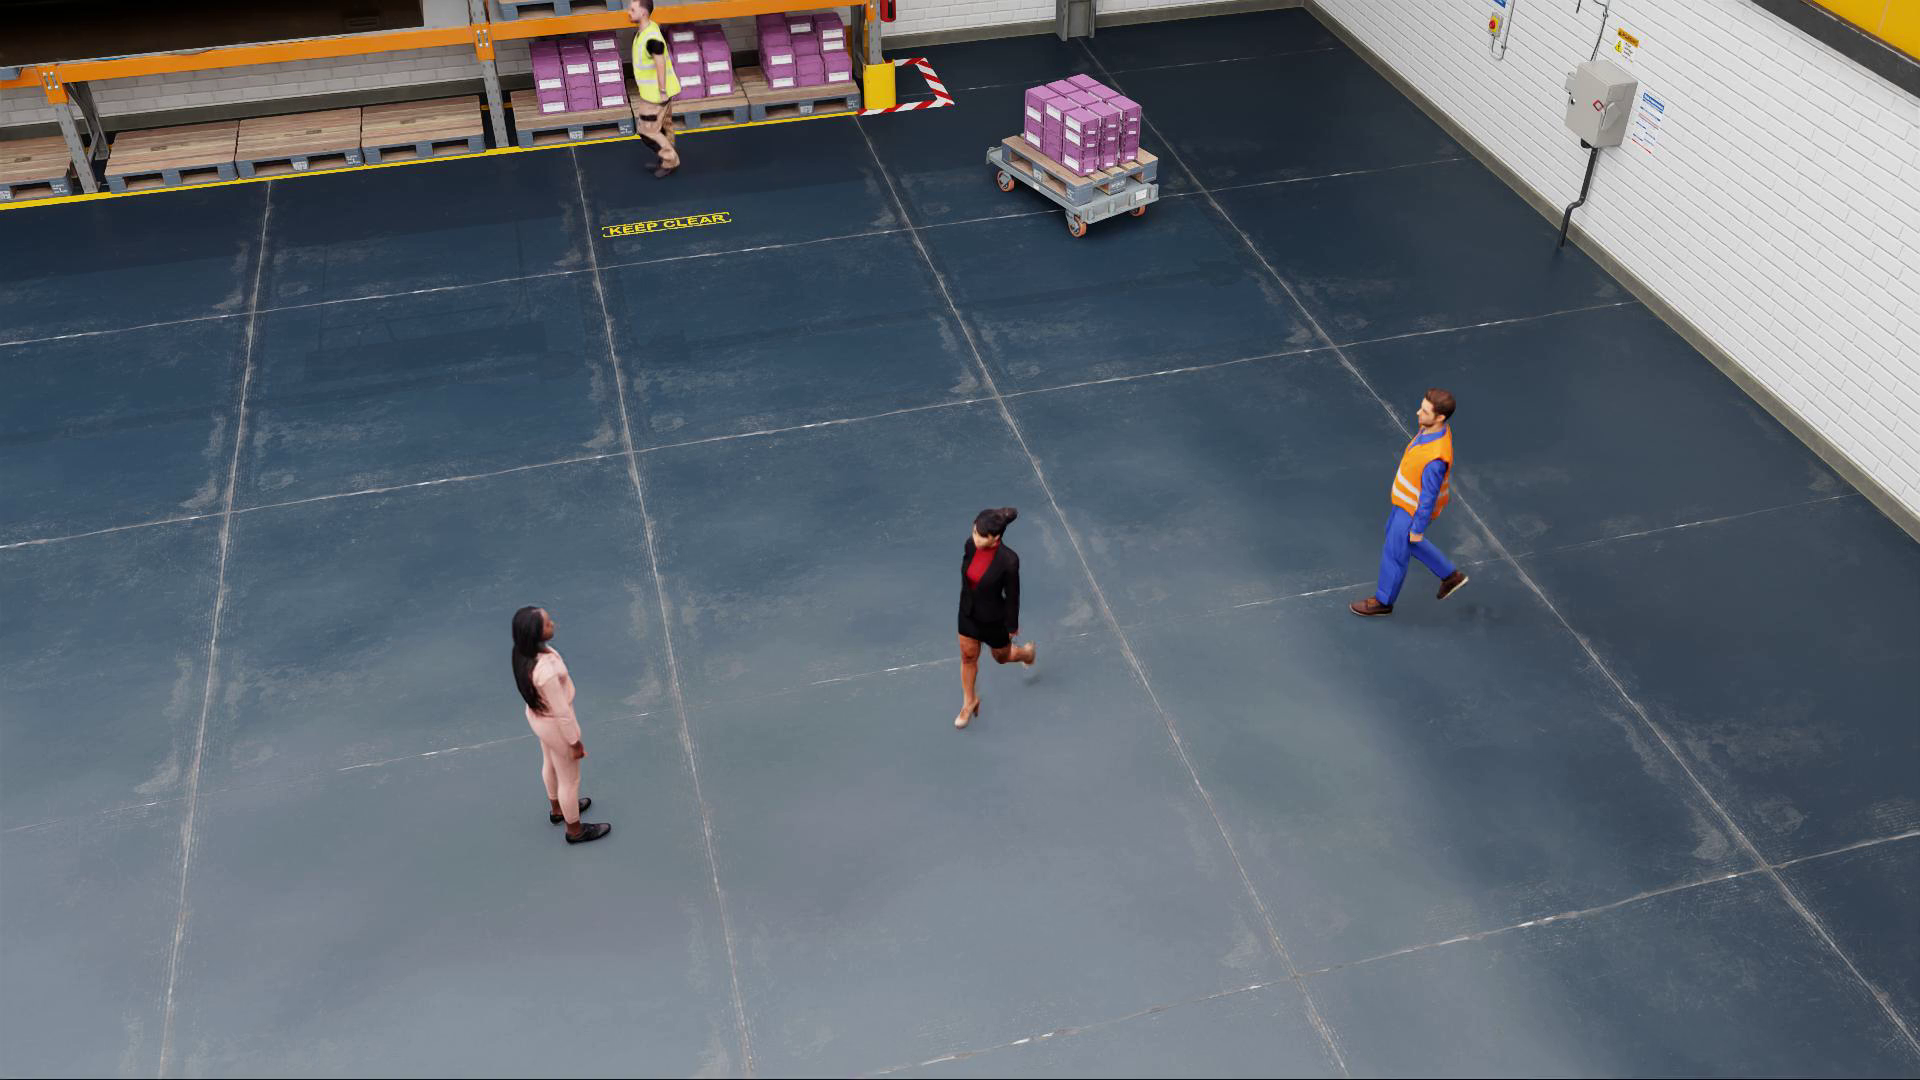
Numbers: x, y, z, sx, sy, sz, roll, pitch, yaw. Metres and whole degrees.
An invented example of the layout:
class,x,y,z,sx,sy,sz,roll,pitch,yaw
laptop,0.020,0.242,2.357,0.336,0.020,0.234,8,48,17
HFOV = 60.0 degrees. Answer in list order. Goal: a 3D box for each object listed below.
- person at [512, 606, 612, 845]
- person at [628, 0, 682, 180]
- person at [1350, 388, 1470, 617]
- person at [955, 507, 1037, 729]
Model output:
class,x,y,z,sx,sy,sz,roll,pitch,yaw
person,-2.320,1.054,9.494,0.648,1.722,0.680,-23,44,-26
person,-2.927,-4.445,16.289,0.681,1.834,0.684,-9,39,-11
person,3.084,-0.218,10.985,1.109,1.849,0.929,4,39,5
person,0.212,0.458,10.322,0.894,1.620,1.026,27,46,30
